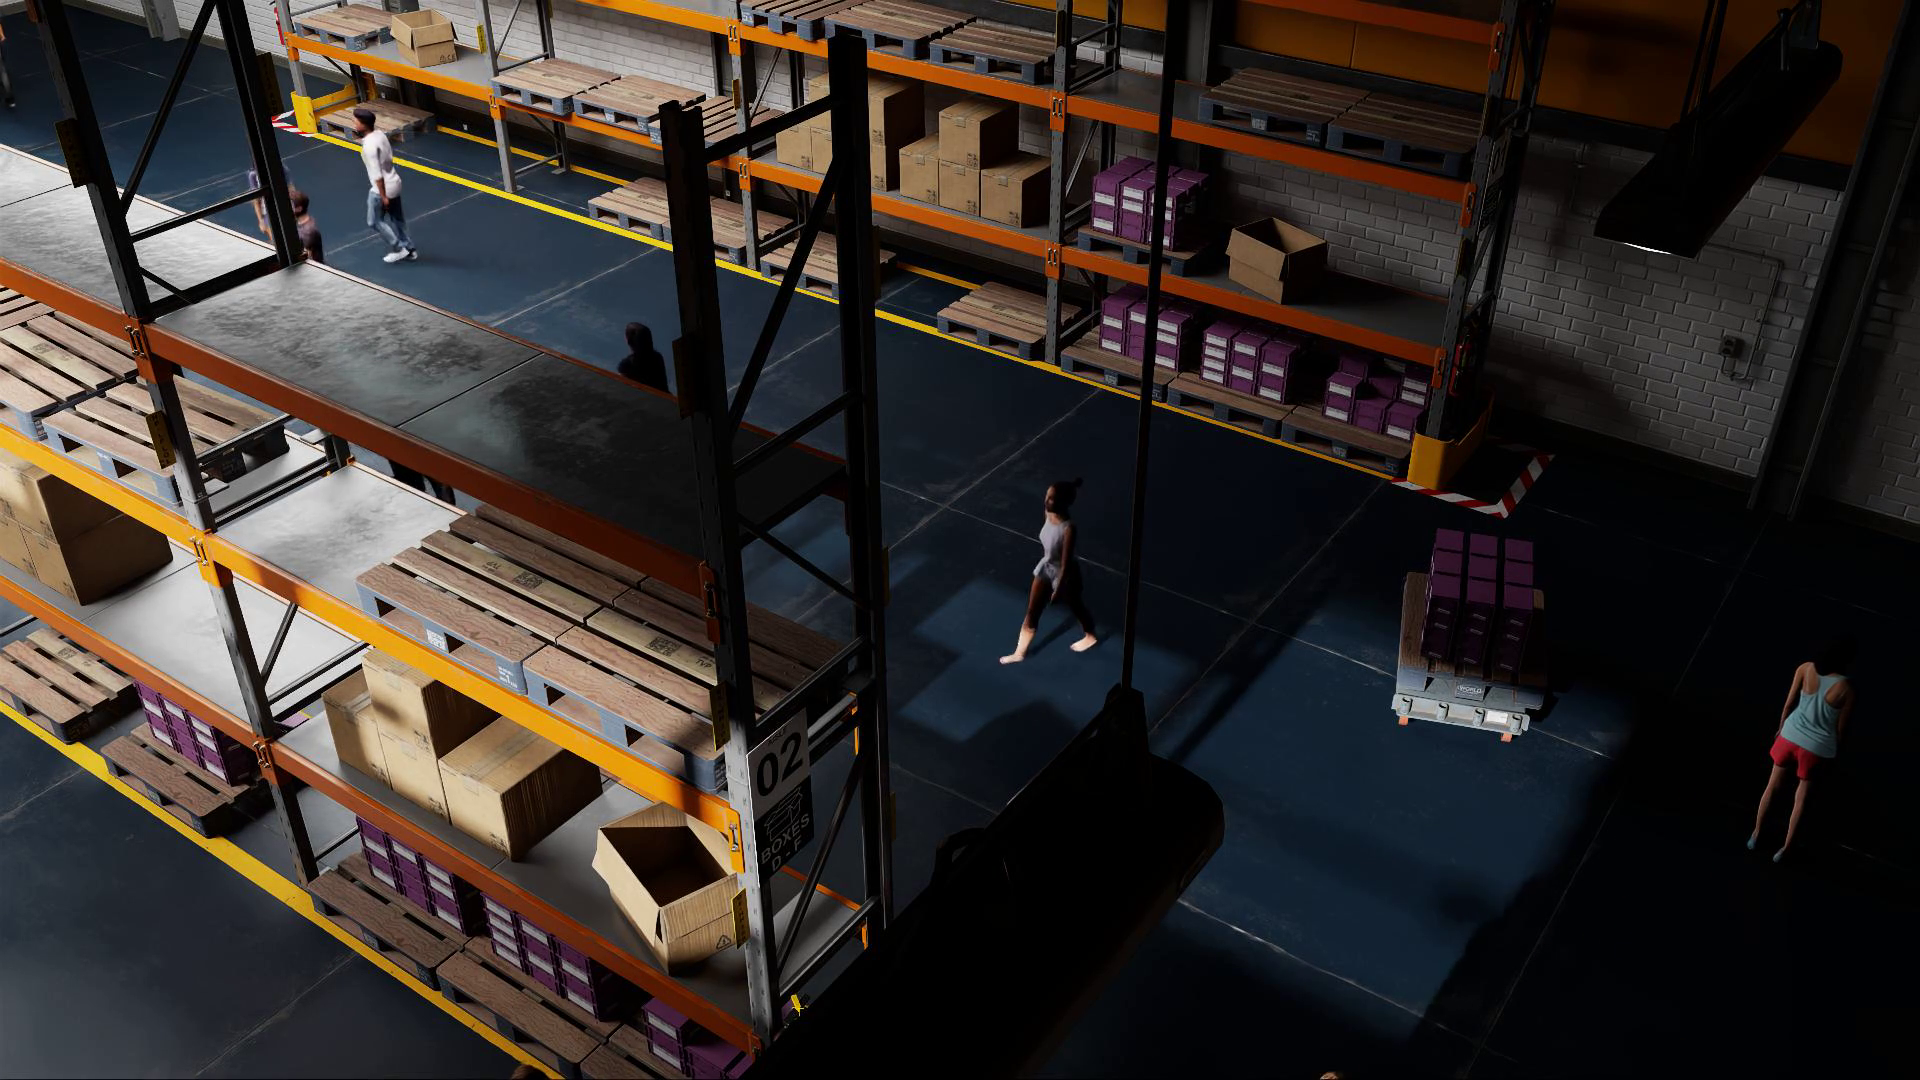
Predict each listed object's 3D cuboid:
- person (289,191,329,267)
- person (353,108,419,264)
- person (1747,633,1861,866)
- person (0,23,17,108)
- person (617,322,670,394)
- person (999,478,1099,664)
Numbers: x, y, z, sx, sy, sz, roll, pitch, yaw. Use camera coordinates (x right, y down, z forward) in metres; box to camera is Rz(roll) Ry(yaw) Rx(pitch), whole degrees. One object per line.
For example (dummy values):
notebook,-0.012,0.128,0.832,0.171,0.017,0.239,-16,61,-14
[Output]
person,-6.272,-2.565,16.450,1.059,1.814,1.134,-15,36,-21
person,-6.324,-3.929,18.523,0.789,1.792,0.756,4,34,6
person,5.428,1.319,10.652,0.709,1.765,0.604,-22,40,-30
person,-13.393,-6.832,22.916,0.867,1.763,1.213,-26,41,-33
person,-2.647,-1.001,14.199,0.809,1.701,1.033,-24,41,-32
person,0.817,0.248,12.447,0.967,1.561,1.071,-15,37,-22
